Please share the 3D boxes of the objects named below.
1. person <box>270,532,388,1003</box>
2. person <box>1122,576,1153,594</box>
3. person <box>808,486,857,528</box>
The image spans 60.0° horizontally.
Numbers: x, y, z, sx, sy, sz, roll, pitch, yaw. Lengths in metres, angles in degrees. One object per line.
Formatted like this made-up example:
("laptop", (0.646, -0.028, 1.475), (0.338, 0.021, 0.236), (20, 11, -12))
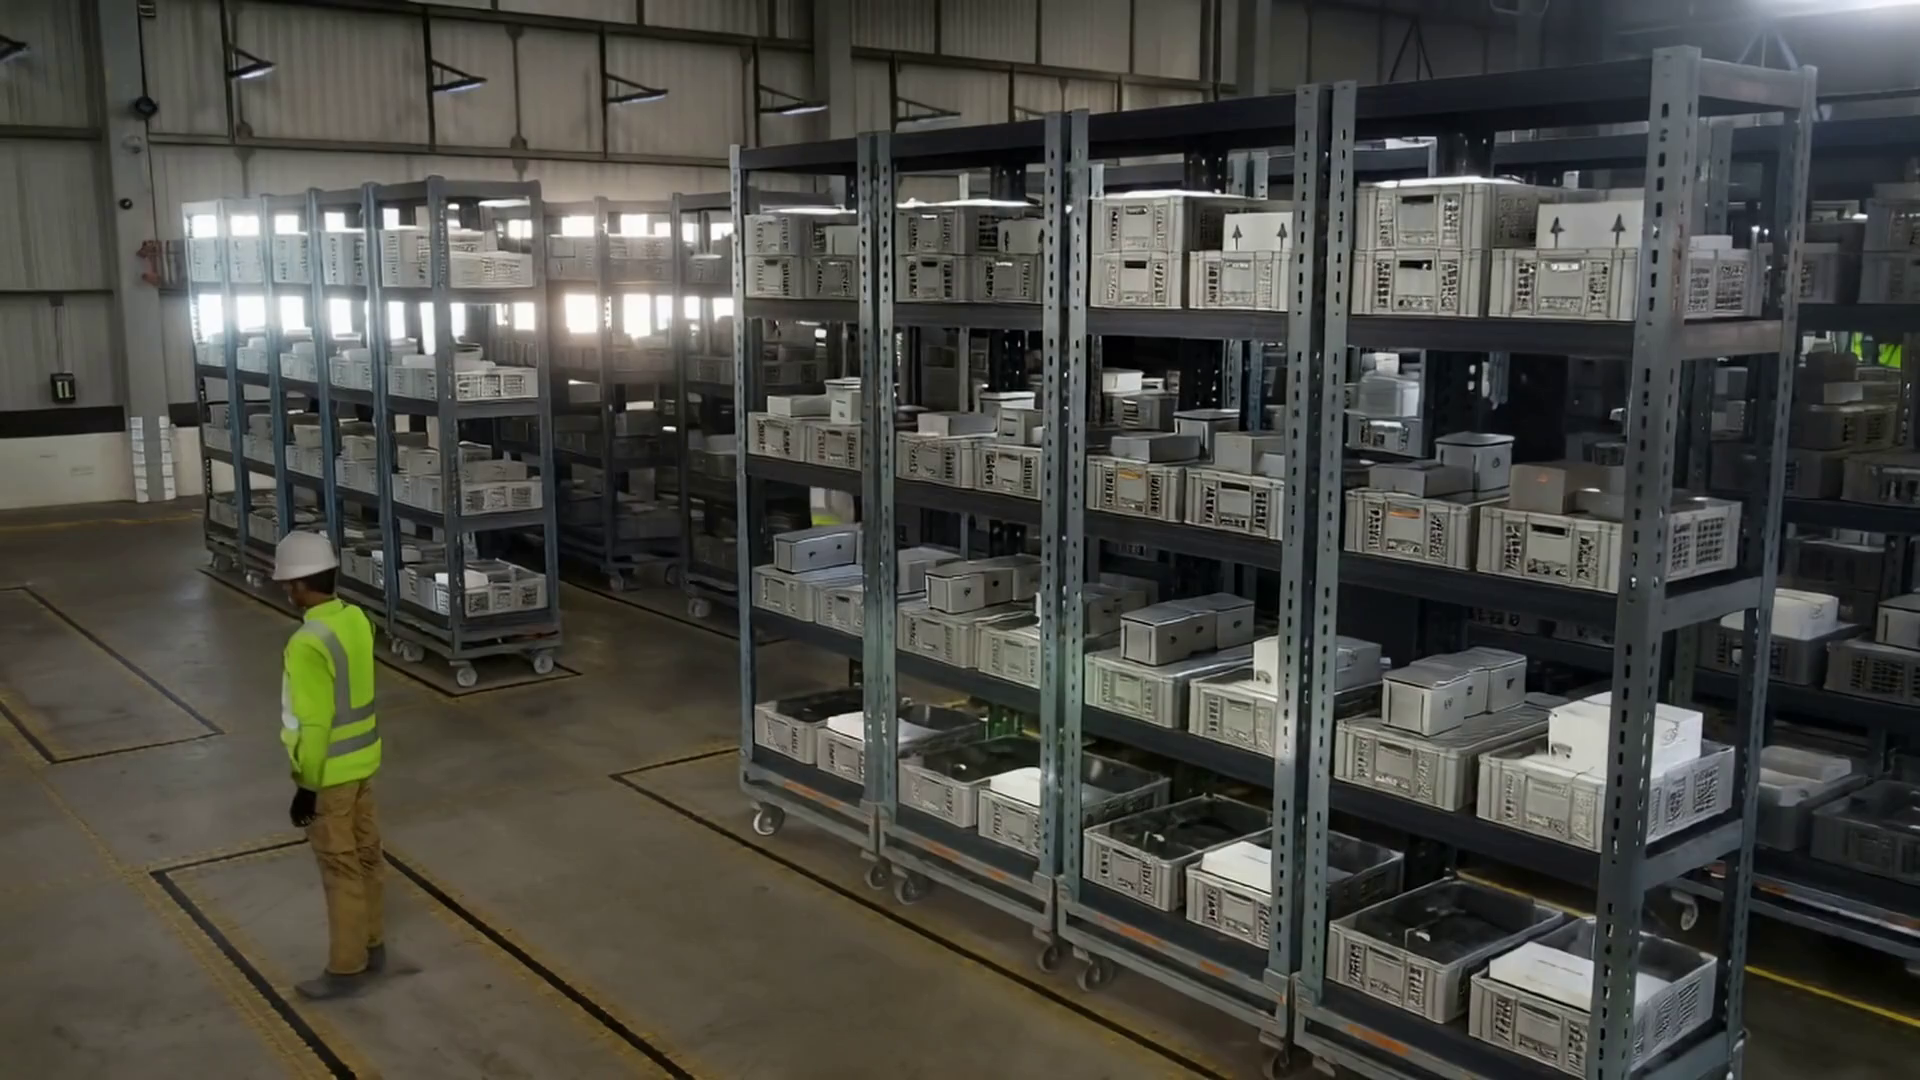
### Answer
("person", (-2.589, 0.925, 6.842), (0.401, 1.939, 0.602), (0, 9, 1))
("person", (1.315, -0.078, 12.864), (0.443, 1.954, 0.636), (2, 10, 11))
("person", (-0.945, -0.049, 13.066), (0.472, 1.813, 0.625), (-6, 11, -34))
